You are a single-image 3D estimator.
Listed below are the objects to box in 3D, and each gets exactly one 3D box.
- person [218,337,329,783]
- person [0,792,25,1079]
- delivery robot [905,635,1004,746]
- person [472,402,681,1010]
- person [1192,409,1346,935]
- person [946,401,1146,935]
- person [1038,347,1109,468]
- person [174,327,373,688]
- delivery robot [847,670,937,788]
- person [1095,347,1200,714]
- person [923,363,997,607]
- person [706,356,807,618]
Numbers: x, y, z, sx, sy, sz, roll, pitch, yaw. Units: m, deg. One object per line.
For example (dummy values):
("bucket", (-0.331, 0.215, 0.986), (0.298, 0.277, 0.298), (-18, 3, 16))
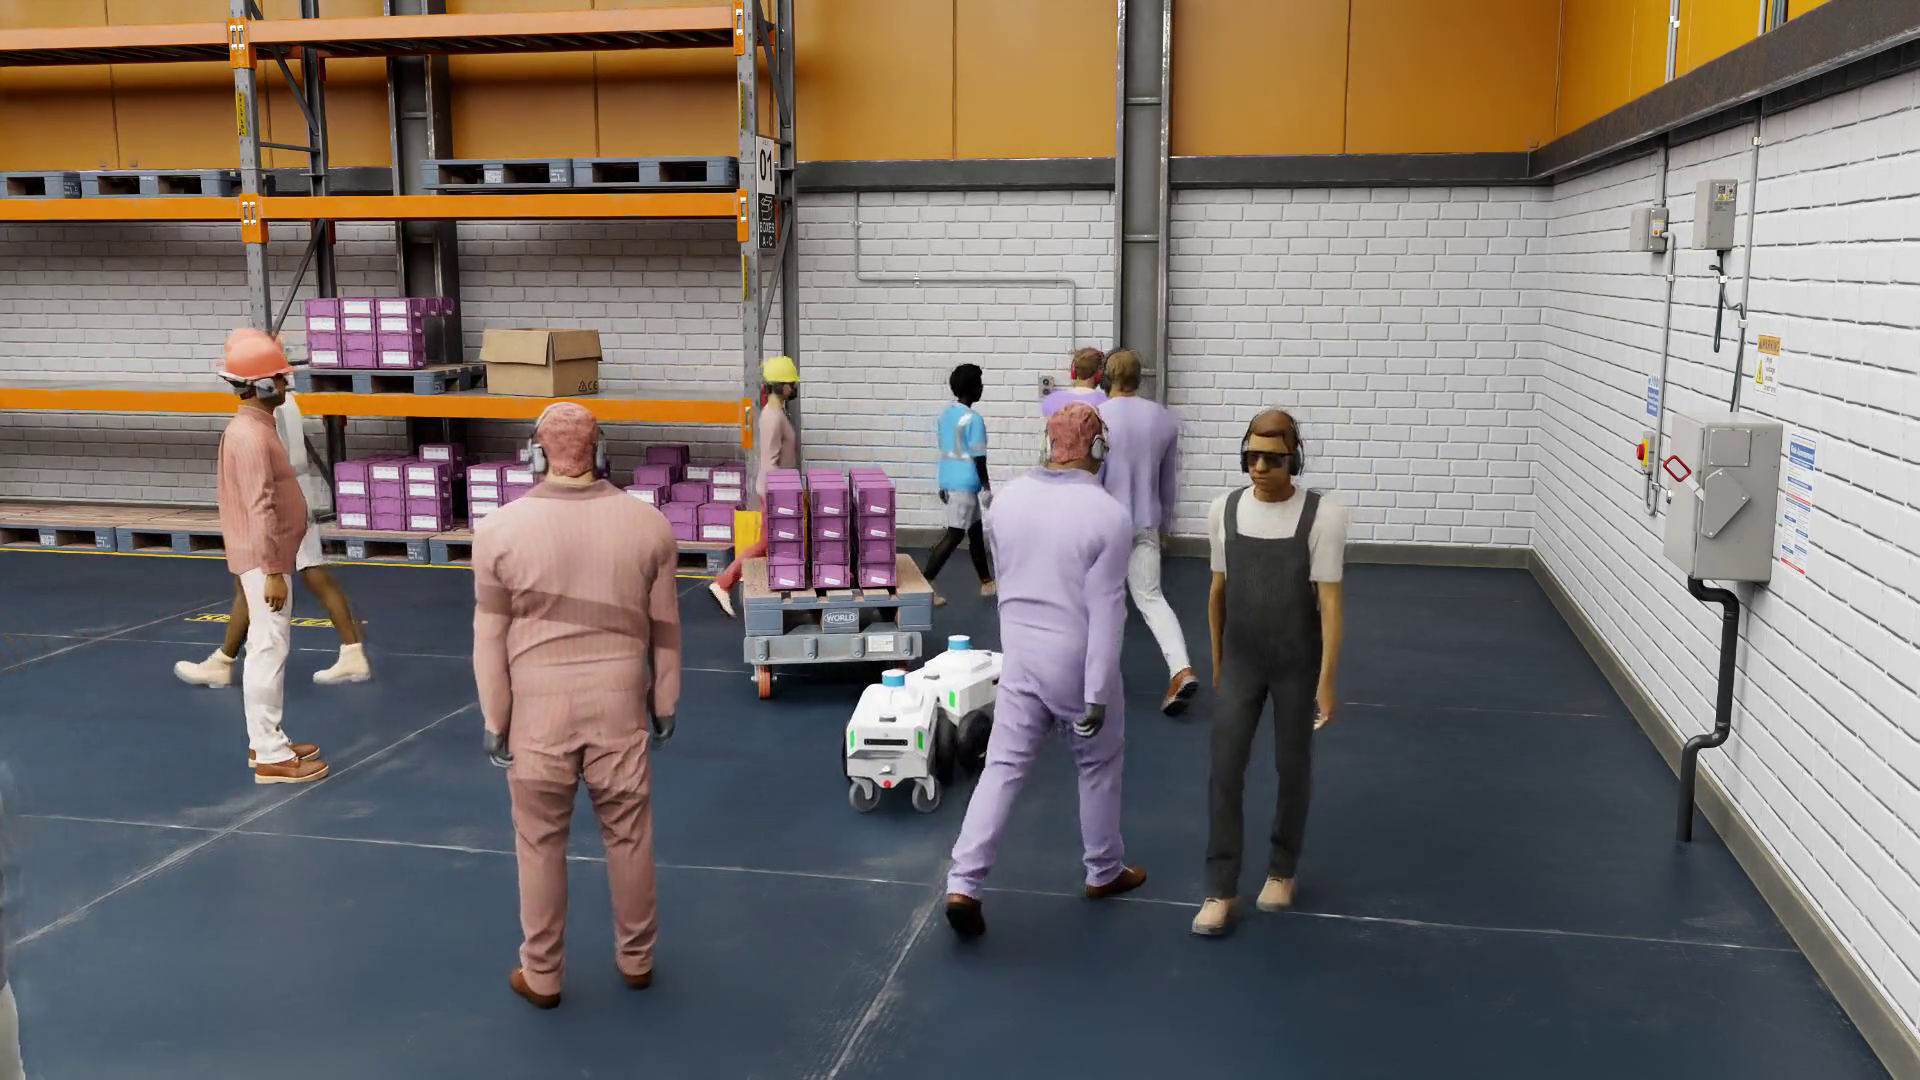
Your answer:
("person", (-3.115, 0.091, 7.488), (0.369, 1.996, 0.622), (-5, 10, -25))
("person", (-2.184, 0.955, 3.504), (0.511, 1.593, 0.841), (1, 9, 6))
("delivery robot", (-0.004, 0.696, 7.896), (0.477, 0.478, 0.707), (5, 11, 28))
("person", (-1.197, 0.516, 5.237), (0.642, 1.898, 0.402), (-4, 10, -25))
("person", (1.056, 0.465, 5.755), (0.521, 1.815, 0.771), (4, 10, 24))
("person", (0.298, 0.444, 5.812), (0.646, 1.856, 0.980), (8, 12, 39))
("person", (0.756, -0.325, 10.617), (0.577, 1.803, 0.893), (5, 11, 29))
("person", (-3.762, -0.163, 9.094), (1.062, 1.982, 0.615), (0, 9, -3))
("delivery robot", (-0.287, 0.808, 7.221), (0.477, 0.478, 0.707), (1, 9, 3))
("person", (0.918, -0.048, 8.667), (0.647, 1.905, 0.931), (-4, 10, -24))
("person", (0.006, -0.372, 11.321), (0.813, 1.662, 0.533), (-4, 10, -22))
("person", (-1.245, -0.320, 10.775), (0.797, 1.743, 0.531), (-1, 9, -5))
